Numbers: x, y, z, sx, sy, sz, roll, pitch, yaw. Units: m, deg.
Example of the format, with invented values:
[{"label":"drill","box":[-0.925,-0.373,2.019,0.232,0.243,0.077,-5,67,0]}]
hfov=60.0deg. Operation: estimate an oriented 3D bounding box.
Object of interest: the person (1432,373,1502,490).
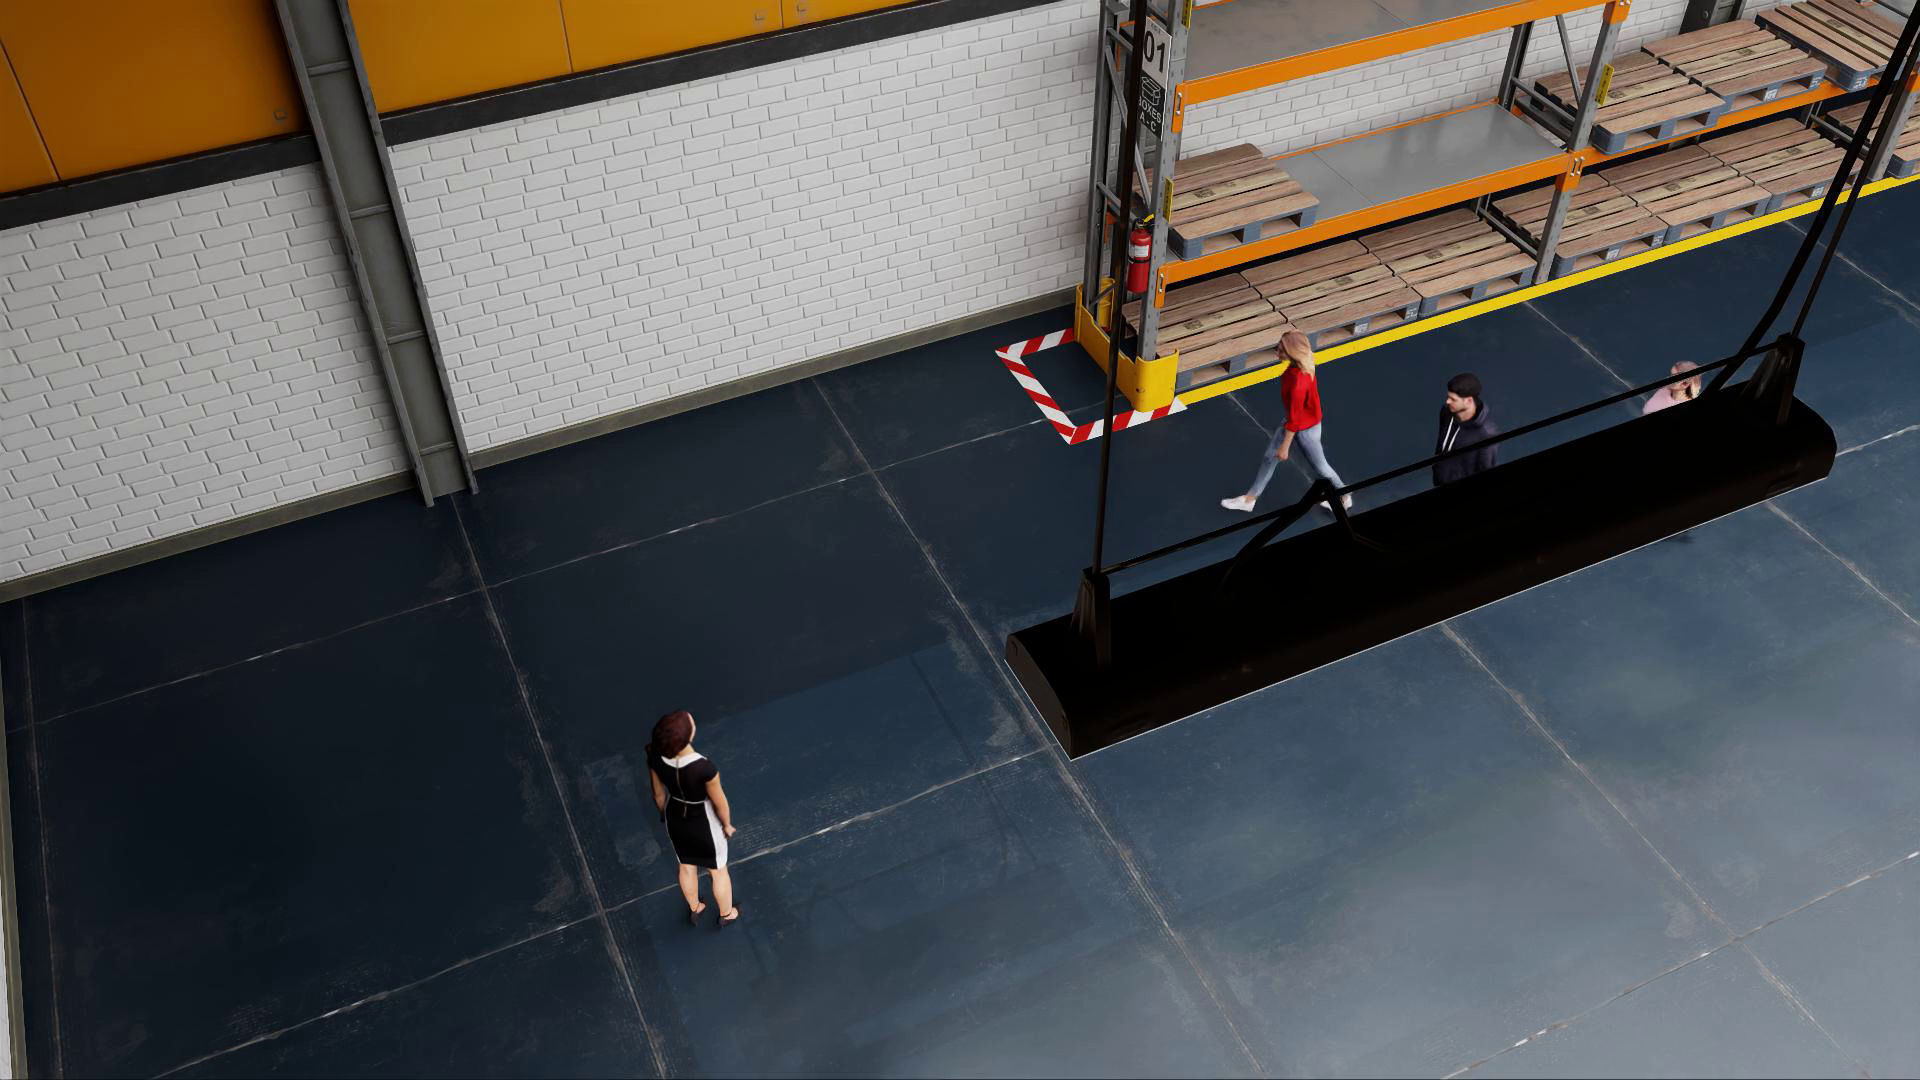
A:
[{"label":"person","box":[3.453,-0.367,11.287,1.092,1.847,0.758,-23,48,-22]}]

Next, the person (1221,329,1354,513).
[{"label":"person","box":[2.521,-0.788,11.882,1.279,1.635,1.004,4,44,5]}]

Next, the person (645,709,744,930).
[{"label":"person","box":[-1.477,1.589,9.271,0.634,1.795,0.702,12,45,13]}]

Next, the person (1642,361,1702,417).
[{"label":"person","box":[4.950,-0.571,11.634,1.124,1.664,0.901,0,44,0]}]
